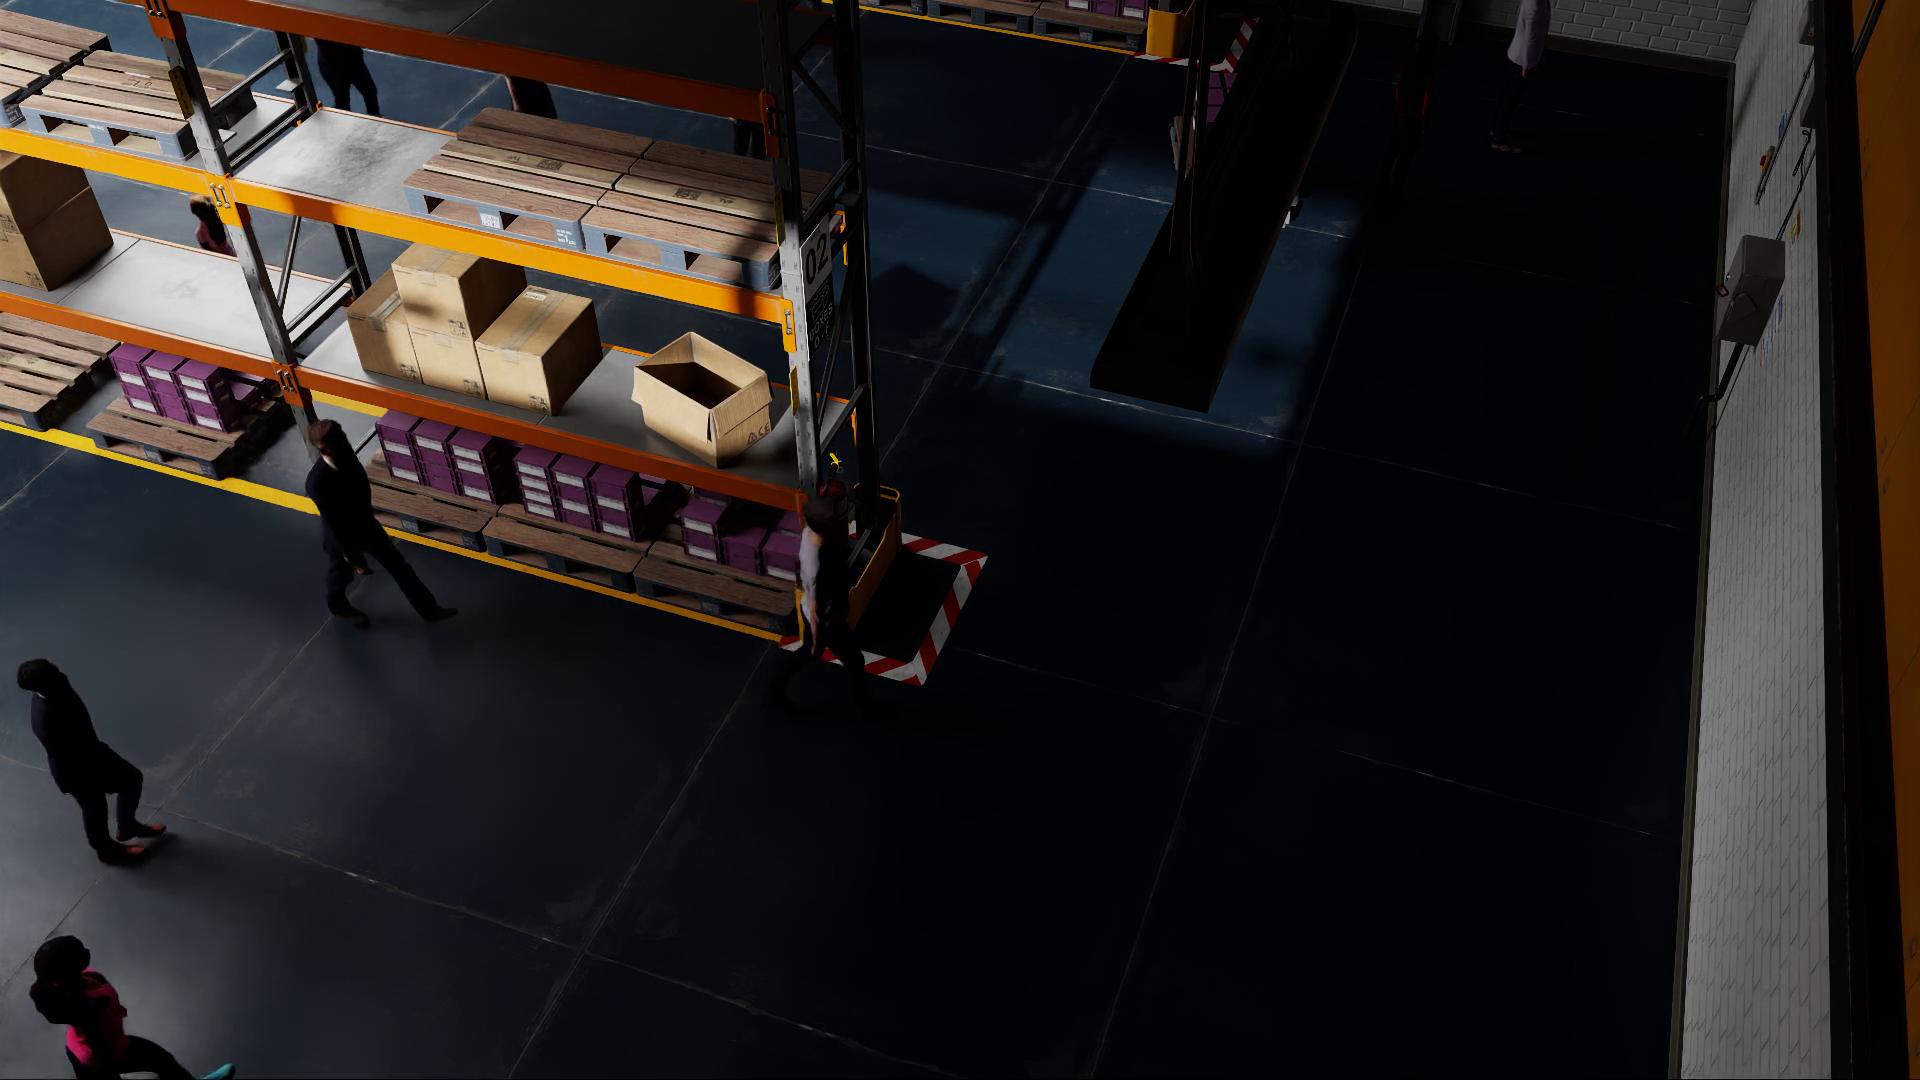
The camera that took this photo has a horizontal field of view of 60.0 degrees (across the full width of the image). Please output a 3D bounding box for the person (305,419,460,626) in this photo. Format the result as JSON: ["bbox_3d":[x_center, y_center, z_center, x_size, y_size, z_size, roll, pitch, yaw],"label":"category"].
[{"bbox_3d":[-4.090,-0.062,10.971,1.174,1.765,0.717,12,45,12],"label":"person"}]

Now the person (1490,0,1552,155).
[{"bbox_3d":[5.306,-4.583,15.652,0.614,1.853,0.706,9,44,9],"label":"person"}]

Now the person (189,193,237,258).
[{"bbox_3d":[-6.023,-2.284,13.666,0.550,1.263,0.490,15,46,15],"label":"person"}]

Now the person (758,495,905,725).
[{"bbox_3d":[-0.936,0.472,10.364,1.258,1.829,1.074,-5,44,-6],"label":"person"}]

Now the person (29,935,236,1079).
[{"bbox_3d":[-4.337,2.594,8.245,1.162,1.678,0.914,30,51,28],"label":"person"}]

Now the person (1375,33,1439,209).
[{"bbox_3d":[4.014,-3.759,14.933,0.716,1.651,0.642,-21,47,-20],"label":"person"}]

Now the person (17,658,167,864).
[{"bbox_3d":[-5.143,1.314,9.567,0.816,1.708,0.773,-10,44,-10],"label":"person"}]
